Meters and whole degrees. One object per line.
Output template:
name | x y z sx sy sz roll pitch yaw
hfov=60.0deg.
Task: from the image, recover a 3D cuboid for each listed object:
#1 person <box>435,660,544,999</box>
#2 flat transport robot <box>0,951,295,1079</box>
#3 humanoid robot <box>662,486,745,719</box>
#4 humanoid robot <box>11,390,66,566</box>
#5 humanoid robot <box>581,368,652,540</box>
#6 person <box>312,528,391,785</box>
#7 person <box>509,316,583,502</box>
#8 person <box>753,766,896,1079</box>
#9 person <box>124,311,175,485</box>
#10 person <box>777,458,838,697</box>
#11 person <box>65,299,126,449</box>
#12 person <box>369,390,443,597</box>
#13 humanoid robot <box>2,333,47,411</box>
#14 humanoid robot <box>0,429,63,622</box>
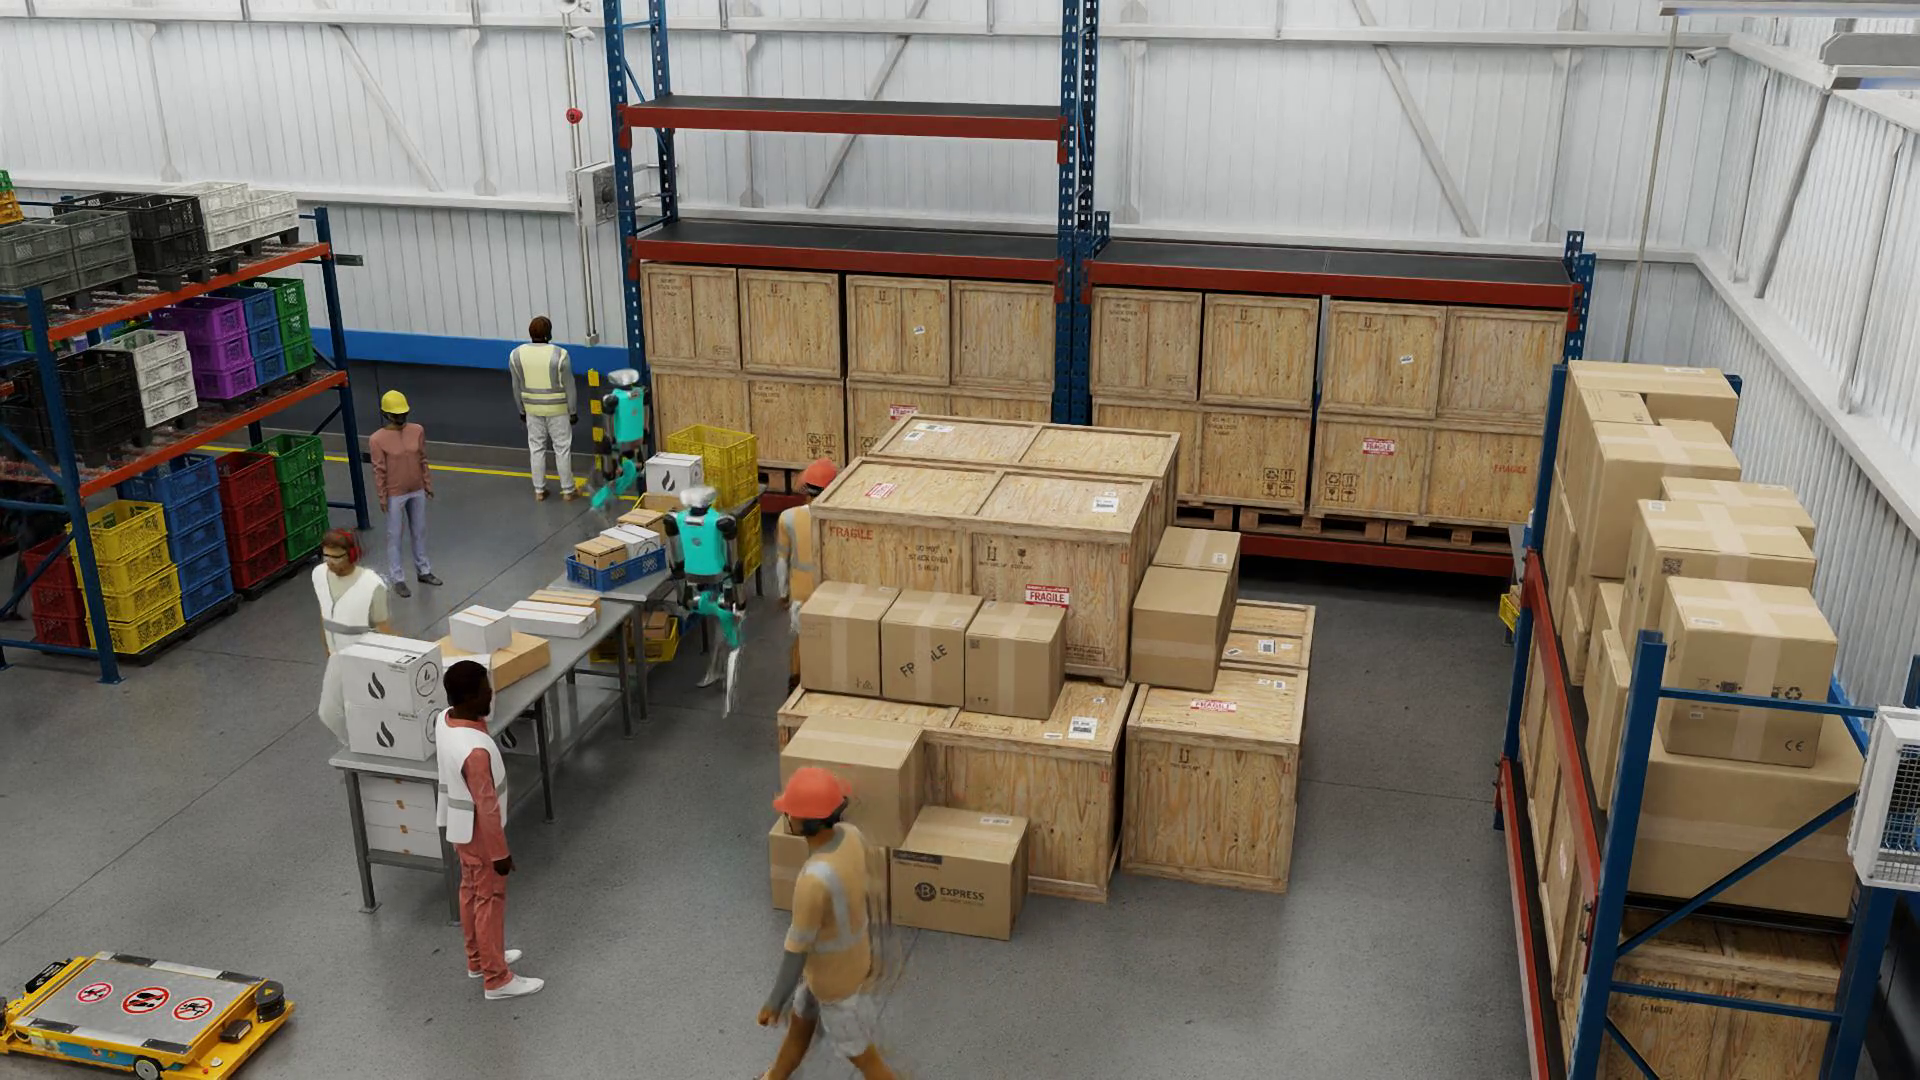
person | -2.532 1.521 8.756 0.392 1.921 0.592 -13 25 -31
flat transport robot | -4.270 2.464 8.601 1.431 0.231 0.659 5 22 13
humanoid robot | -1.737 0.375 12.038 0.531 1.775 0.874 4 21 11
humanoid robot | -7.934 -0.497 14.366 0.324 1.653 0.589 -18 27 -38
humanoid robot | -3.149 -0.663 14.828 0.835 1.851 0.557 14 25 32
person | -3.935 0.782 10.809 0.590 1.824 0.522 9 23 21
person | -4.001 -1.265 16.153 0.625 1.843 0.429 2 21 6
person | -0.651 1.941 7.568 1.097 1.981 0.625 3 21 9
person | -8.024 -1.422 16.550 0.400 1.858 0.513 -4 21 -11
person | -1.025 0.361 11.815 0.555 1.905 0.683 2 21 4
person | -9.215 -1.903 17.546 0.392 2.038 0.613 -2 21 -6
person | -4.672 -0.406 14.010 0.313 1.768 0.524 15 26 35
humanoid robot | -9.415 -1.288 16.486 0.560 1.849 0.809 11 24 27
humanoid robot | -7.699 -0.154 13.519 0.595 1.623 0.779 15 26 34
